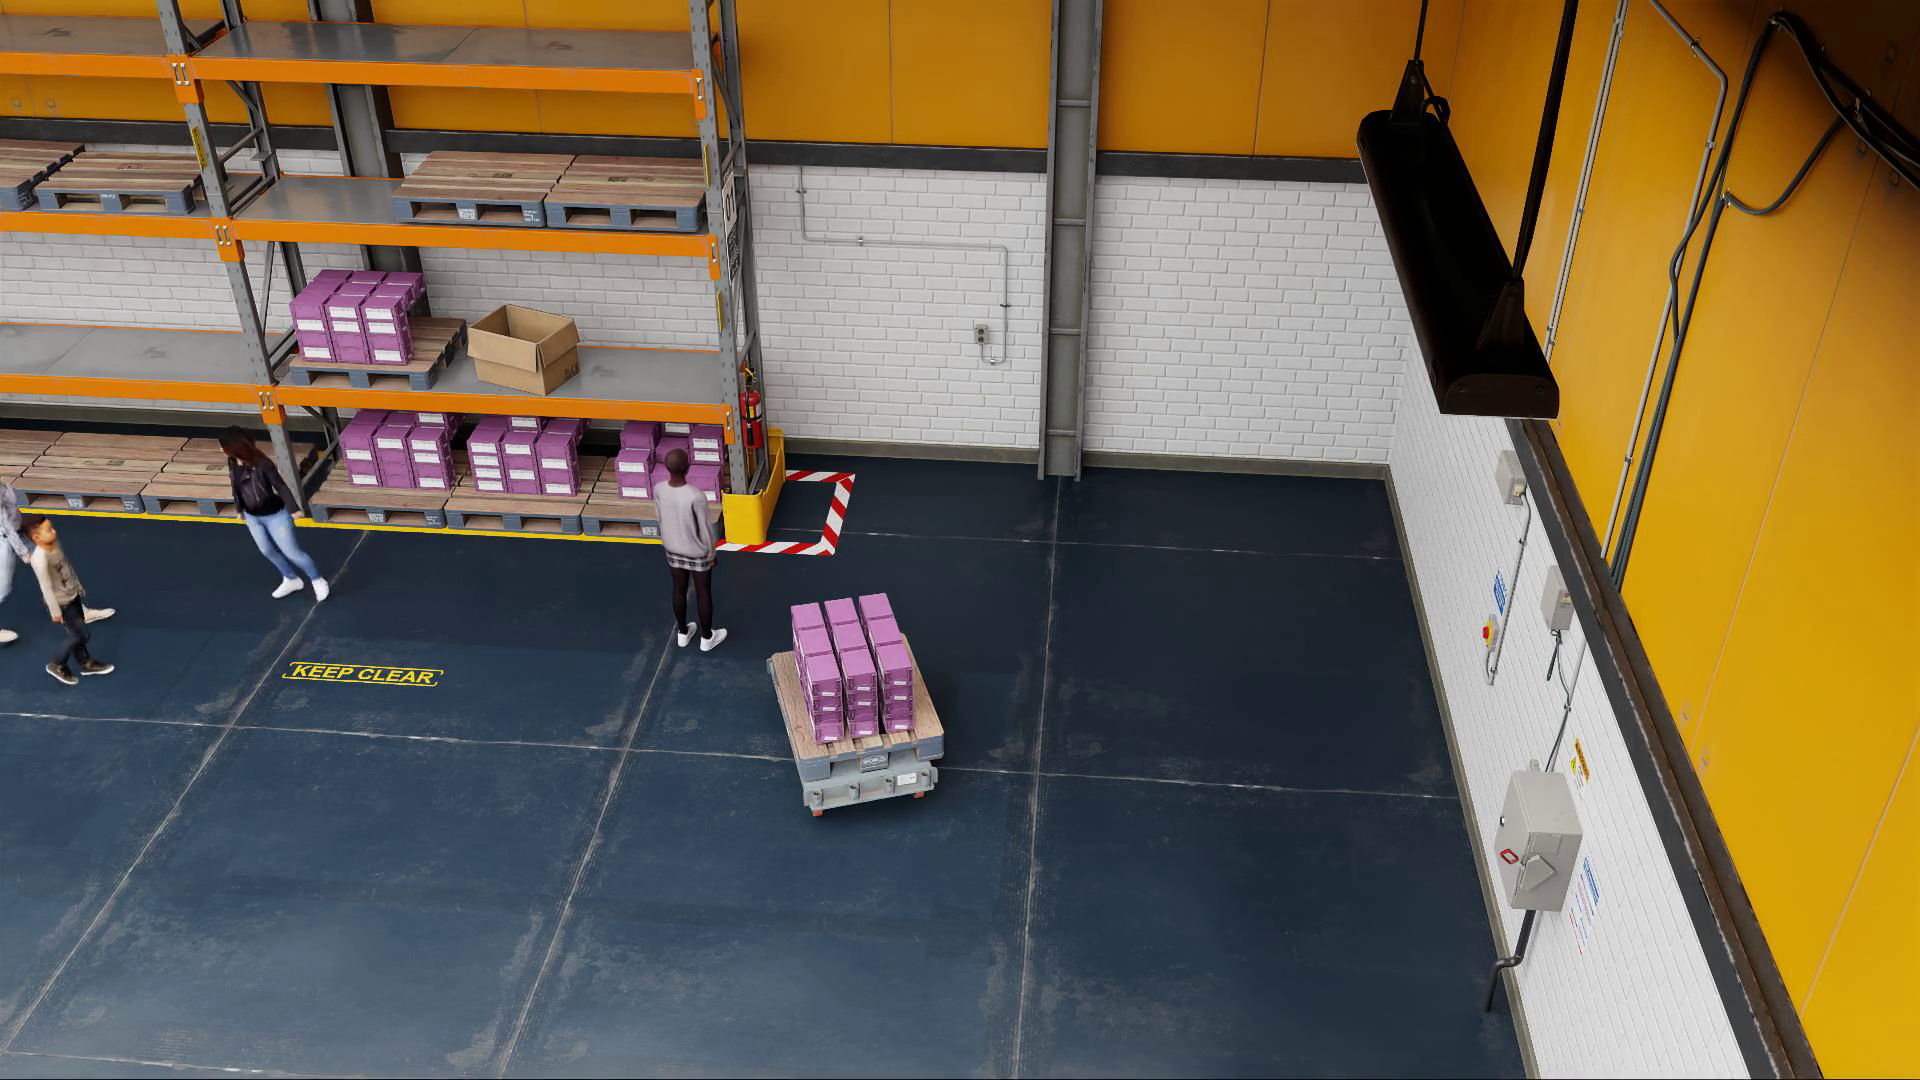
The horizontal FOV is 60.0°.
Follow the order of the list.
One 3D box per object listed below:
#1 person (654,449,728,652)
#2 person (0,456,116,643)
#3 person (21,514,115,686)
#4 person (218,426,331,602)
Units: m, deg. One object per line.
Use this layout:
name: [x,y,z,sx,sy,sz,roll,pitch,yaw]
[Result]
person: [-2.087,0.071,12.720,0.570,1.772,0.729,12,35,17]
person: [-7.352,0.076,12.738,1.281,1.743,1.009,-14,36,-20]
person: [-6.779,0.453,12.430,0.732,1.456,0.654,-8,34,-11]
person: [-5.483,-0.216,13.294,0.720,1.614,0.913,5,34,8]
